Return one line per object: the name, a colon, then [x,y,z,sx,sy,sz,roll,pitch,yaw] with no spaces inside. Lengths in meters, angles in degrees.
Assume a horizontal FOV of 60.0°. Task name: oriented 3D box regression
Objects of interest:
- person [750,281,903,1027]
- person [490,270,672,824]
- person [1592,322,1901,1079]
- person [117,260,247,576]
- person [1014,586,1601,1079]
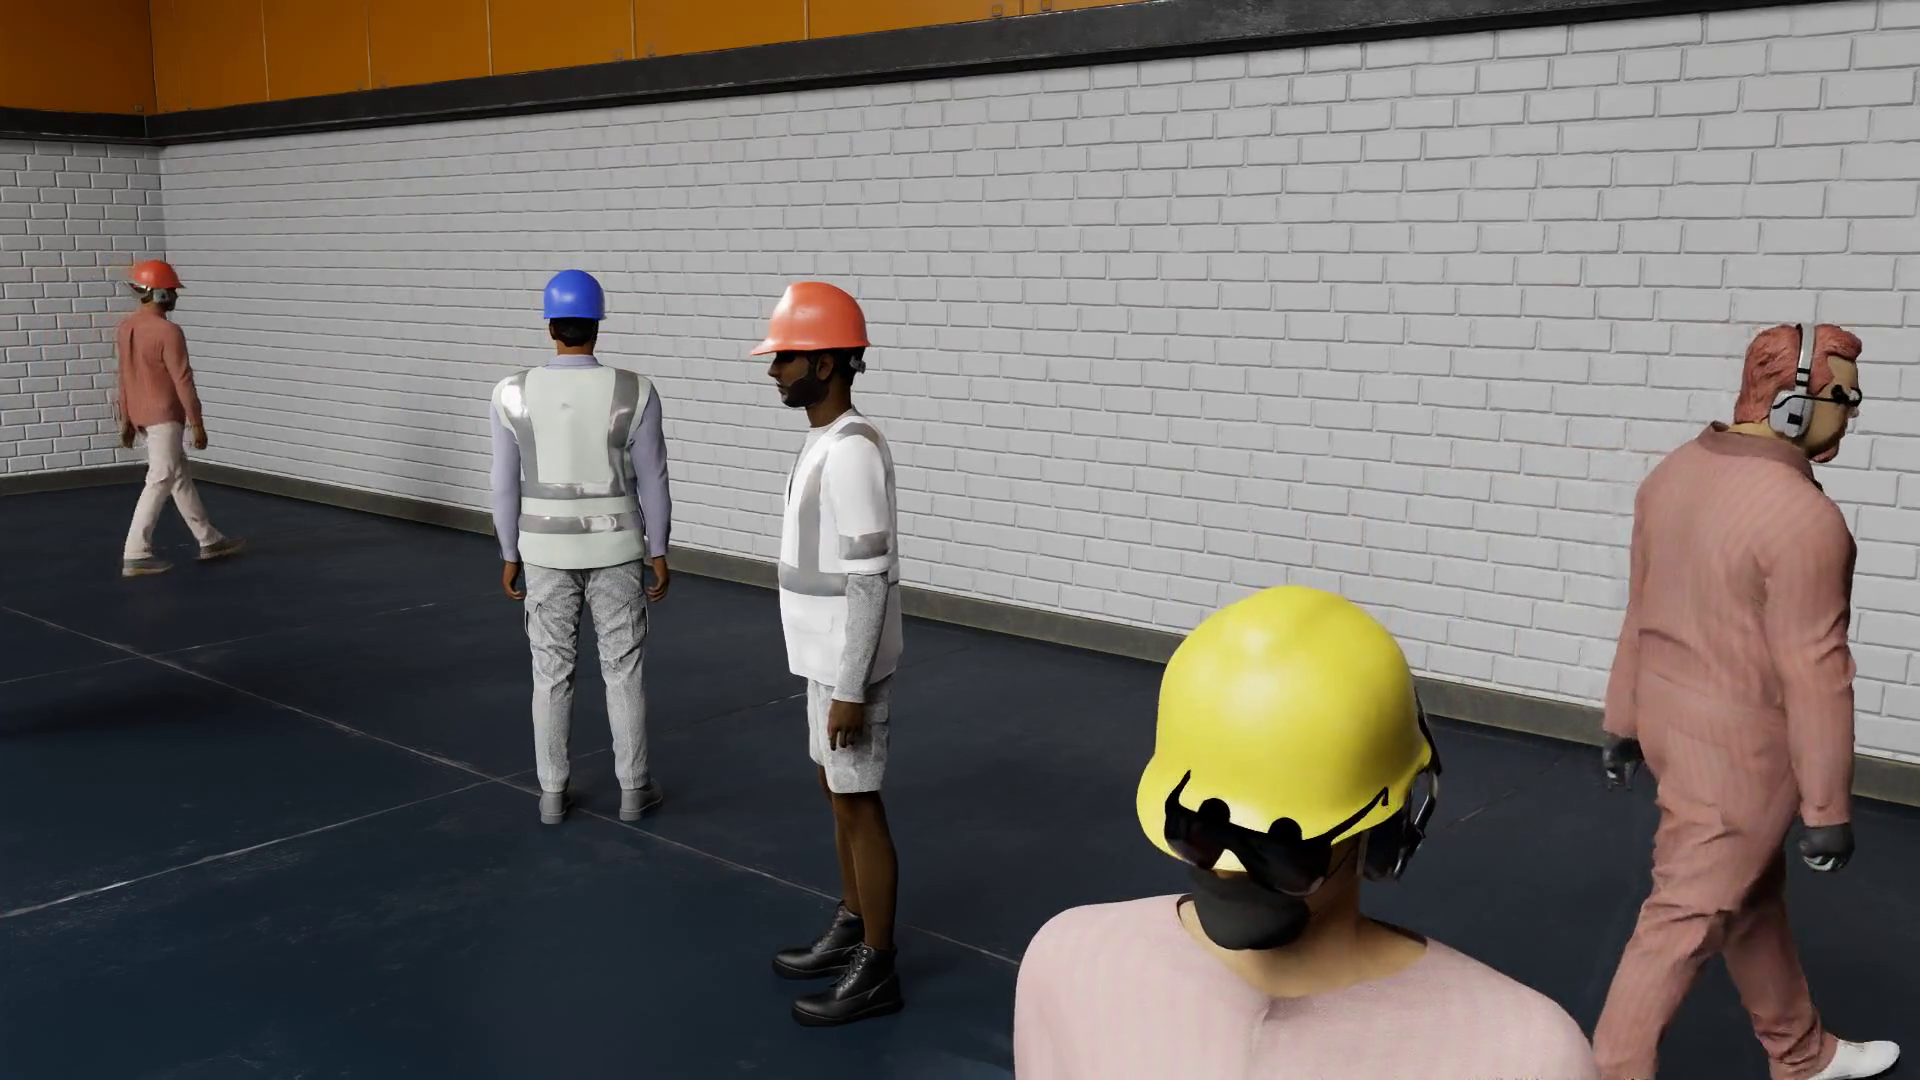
person: [-0.342,0.303,4.352,0.379,1.937,0.548,-2,10,-12]
person: [-1.318,0.035,5.847,0.614,1.945,0.394,-1,10,-4]
person: [1.811,0.464,3.644,0.935,1.859,0.661,-1,10,-4]
person: [-4.987,-0.781,10.512,0.647,1.947,0.934,7,12,36]
person: [0.262,0.898,1.473,0.522,1.761,0.327,4,11,21]
